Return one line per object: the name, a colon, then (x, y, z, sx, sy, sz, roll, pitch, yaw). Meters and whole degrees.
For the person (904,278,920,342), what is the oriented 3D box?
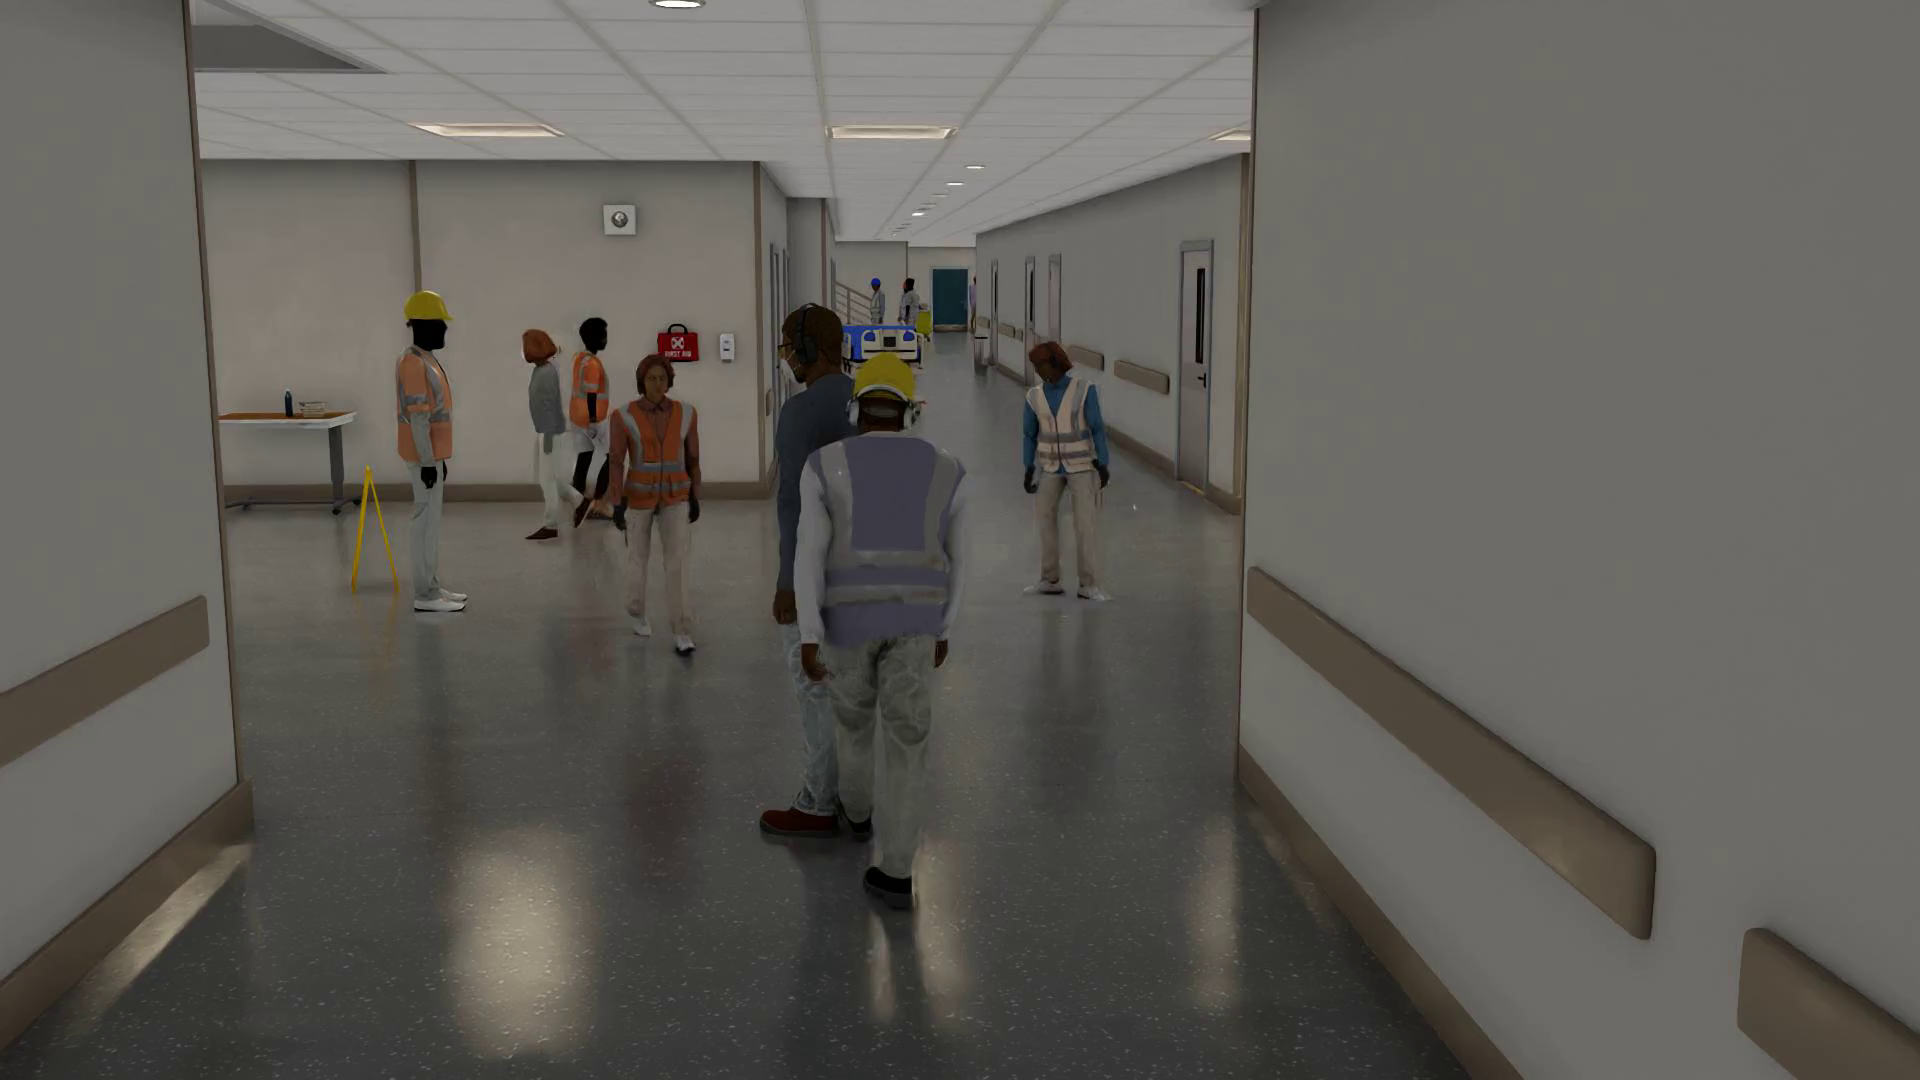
person: (-1.270, -5.850, 43.375, 0.386, 1.952, 0.613, 4, 10, 23)

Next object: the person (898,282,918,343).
person: (-1.404, -5.942, 44.202, 0.449, 1.887, 0.602, -5, 11, -31)

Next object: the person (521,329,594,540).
person: (-3.107, -0.808, 12.762, 0.487, 1.617, 0.515, -4, 10, -26)

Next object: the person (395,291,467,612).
person: (-3.206, -0.534, 10.058, 0.360, 1.929, 0.587, -2, 9, -13)

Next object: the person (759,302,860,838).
person: (-0.496, 0.109, 6.052, 0.390, 1.928, 0.633, 3, 10, 18)

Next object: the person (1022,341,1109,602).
person: (0.678, -0.419, 10.338, 0.601, 1.620, 0.326, 5, 10, 27)

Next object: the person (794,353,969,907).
person: (-0.272, 0.264, 5.586, 0.600, 1.755, 0.953, -2, 9, -12)

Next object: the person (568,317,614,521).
person: (-2.990, -0.982, 13.651, 0.478, 1.677, 0.540, -5, 10, -29)

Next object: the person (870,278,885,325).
person: (-2.123, -5.719, 42.556, 0.396, 1.944, 0.615, -4, 10, -26)

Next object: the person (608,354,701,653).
person: (-1.667, -0.211, 9.065, 0.535, 1.599, 0.847, -4, 10, -23)
